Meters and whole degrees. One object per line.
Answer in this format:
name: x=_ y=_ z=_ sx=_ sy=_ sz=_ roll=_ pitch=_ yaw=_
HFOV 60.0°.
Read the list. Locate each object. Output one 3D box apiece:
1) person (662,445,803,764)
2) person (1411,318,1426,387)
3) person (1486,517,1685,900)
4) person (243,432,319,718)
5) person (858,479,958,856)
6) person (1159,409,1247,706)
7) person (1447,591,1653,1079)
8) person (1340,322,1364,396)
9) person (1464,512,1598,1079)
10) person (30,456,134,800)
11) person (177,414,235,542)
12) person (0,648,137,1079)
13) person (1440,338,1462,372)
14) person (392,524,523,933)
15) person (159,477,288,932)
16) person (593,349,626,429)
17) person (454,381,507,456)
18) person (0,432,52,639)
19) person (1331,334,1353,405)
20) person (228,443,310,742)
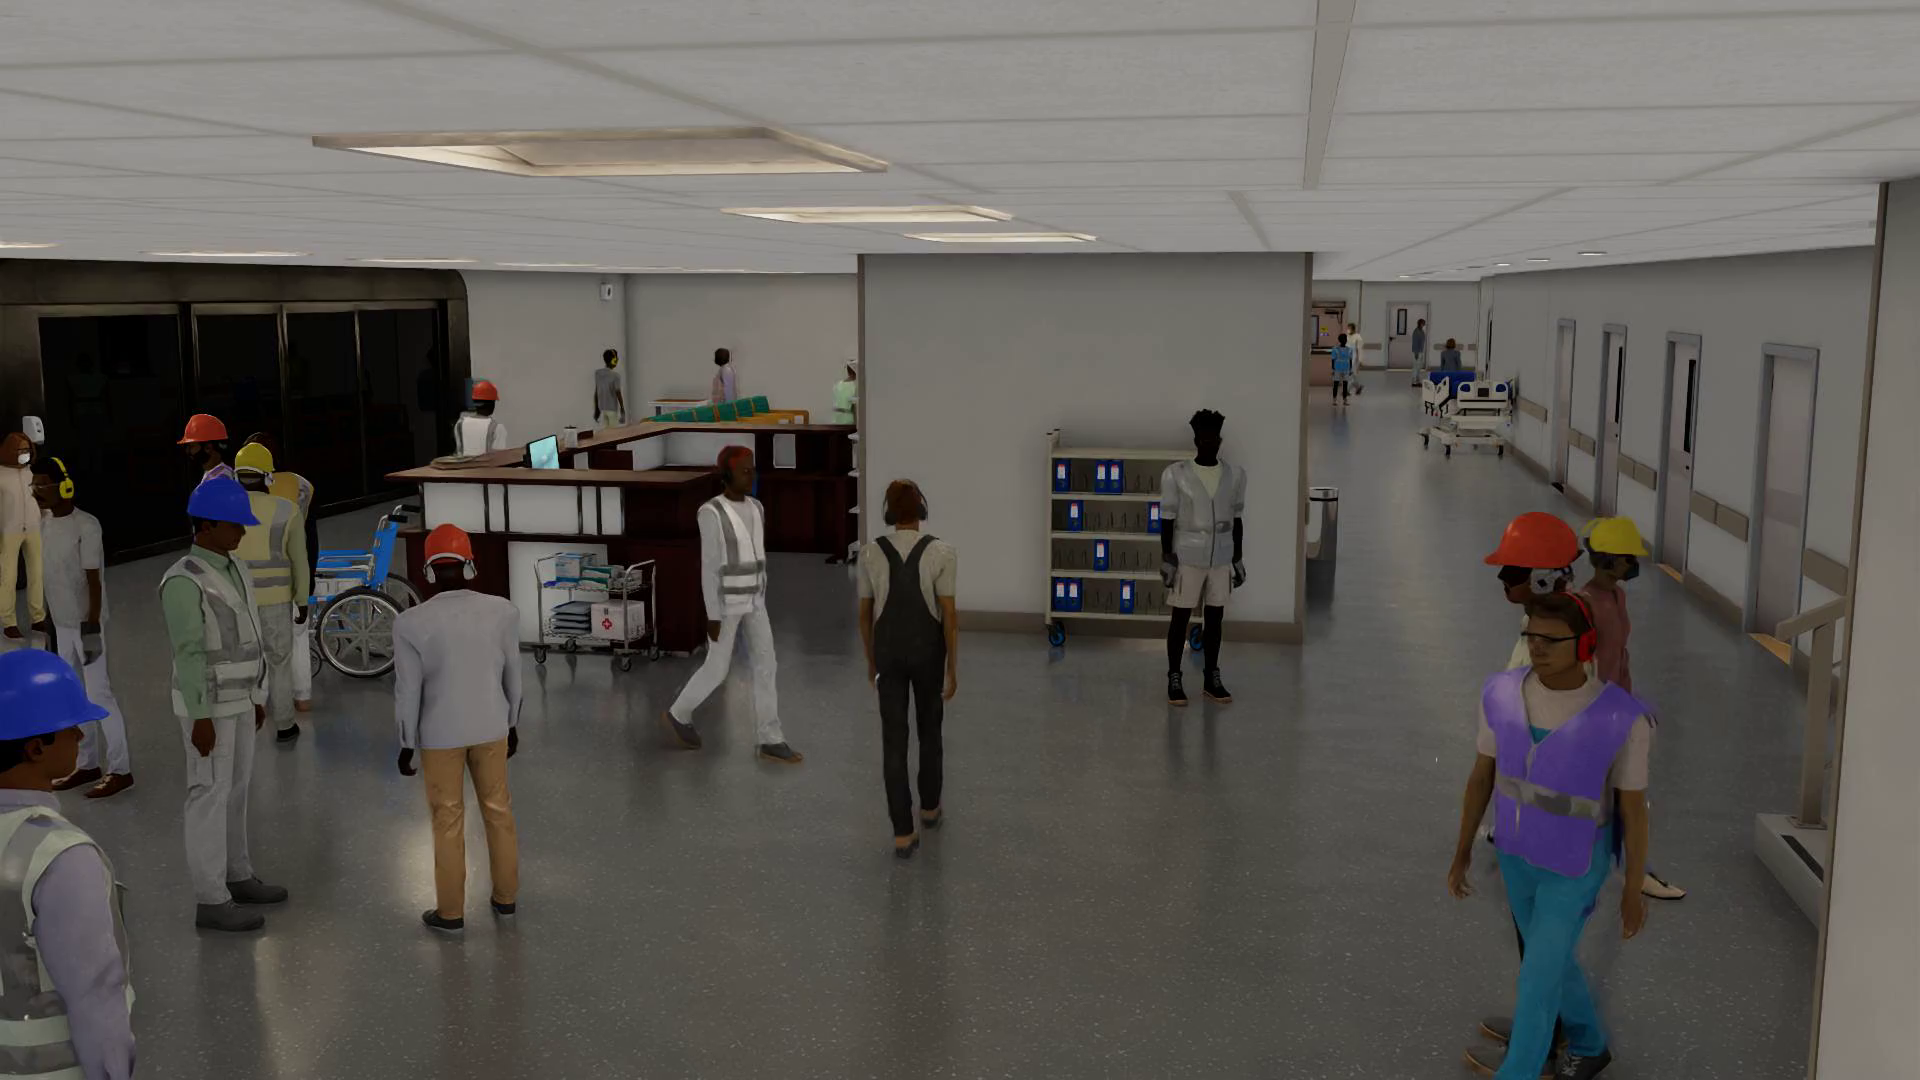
person: x=-1.353 y=0.364 z=9.692 sx=0.886 sy=1.855 sz=0.582 roll=5 pitch=10 yaw=31
person: x=12.889 y=-5.256 z=46.737 sx=0.378 sy=1.931 sz=0.636 roll=5 pitch=10 yaw=31
person: x=2.889 y=0.732 z=7.691 sx=0.924 sy=1.718 sz=0.538 roll=6 pitch=10 yaw=34
person: x=-4.438 y=0.226 z=10.702 sx=0.617 sy=1.836 sz=0.433 roll=-8 pitch=12 yaw=-43
person: x=-0.250 y=0.599 z=8.292 sx=0.506 sy=1.796 sz=0.842 roll=0 pitch=9 yaw=3
person: x=1.607 y=0.112 z=10.986 sx=0.609 sy=1.965 sz=0.369 roll=-2 pitch=9 yaw=-14
person: x=1.919 y=1.043 z=5.400 sx=0.968 sy=1.802 sz=0.586 roll=-6 pitch=10 yaw=-35
person: x=10.184 y=-4.693 z=43.112 sx=0.941 sy=1.906 sz=0.631 roll=-5 pitch=10 yaw=-31
person: x=1.995 y=0.889 z=5.783 sx=0.398 sy=1.990 sz=0.617 roll=4 pitch=9 yaw=25
person: x=-4.774 y=0.469 z=8.989 sx=0.499 sy=1.860 sz=0.339 roll=5 pitch=10 yaw=30
person: x=-4.853 y=0.145 z=10.859 sx=0.373 sy=1.935 sz=0.552 roll=-4 pitch=10 yaw=-27
person: x=-2.070 y=1.208 z=3.770 sx=0.603 sy=1.949 sz=0.389 roll=5 pitch=10 yaw=29
person: x=11.390 y=-3.894 z=38.707 sx=0.645 sy=1.616 sz=0.508 roll=-8 pitch=12 yaw=-42
person: x=-2.150 y=0.800 z=7.131 sx=0.564 sy=1.747 sz=0.339 roll=-7 pitch=11 yaw=-37
person: x=-3.186 y=0.696 z=7.188 sx=0.394 sy=1.943 sz=0.602 roll=0 pitch=9 yaw=-3
person: x=-5.251 y=-1.944 z=25.004 sx=0.560 sy=1.852 sz=0.399 roll=6 pitch=10 yaw=34
person: x=-4.474 y=-0.533 z=15.545 sx=0.562 sy=1.898 sz=0.980 roll=2 pitch=9 yaw=12
person: x=-7.406 y=-0.040 z=13.135 sx=0.285 sy=1.627 sz=0.504 roll=6 pitch=10 yaw=33
person: x=9.049 y=-4.037 z=39.406 sx=0.540 sy=1.697 sz=0.316 roll=0 pitch=9 yaw=-3
person: x=-4.224 y=0.330 z=10.022 sx=0.596 sy=1.828 sz=0.403 roll=-2 pitch=9 yaw=-11
